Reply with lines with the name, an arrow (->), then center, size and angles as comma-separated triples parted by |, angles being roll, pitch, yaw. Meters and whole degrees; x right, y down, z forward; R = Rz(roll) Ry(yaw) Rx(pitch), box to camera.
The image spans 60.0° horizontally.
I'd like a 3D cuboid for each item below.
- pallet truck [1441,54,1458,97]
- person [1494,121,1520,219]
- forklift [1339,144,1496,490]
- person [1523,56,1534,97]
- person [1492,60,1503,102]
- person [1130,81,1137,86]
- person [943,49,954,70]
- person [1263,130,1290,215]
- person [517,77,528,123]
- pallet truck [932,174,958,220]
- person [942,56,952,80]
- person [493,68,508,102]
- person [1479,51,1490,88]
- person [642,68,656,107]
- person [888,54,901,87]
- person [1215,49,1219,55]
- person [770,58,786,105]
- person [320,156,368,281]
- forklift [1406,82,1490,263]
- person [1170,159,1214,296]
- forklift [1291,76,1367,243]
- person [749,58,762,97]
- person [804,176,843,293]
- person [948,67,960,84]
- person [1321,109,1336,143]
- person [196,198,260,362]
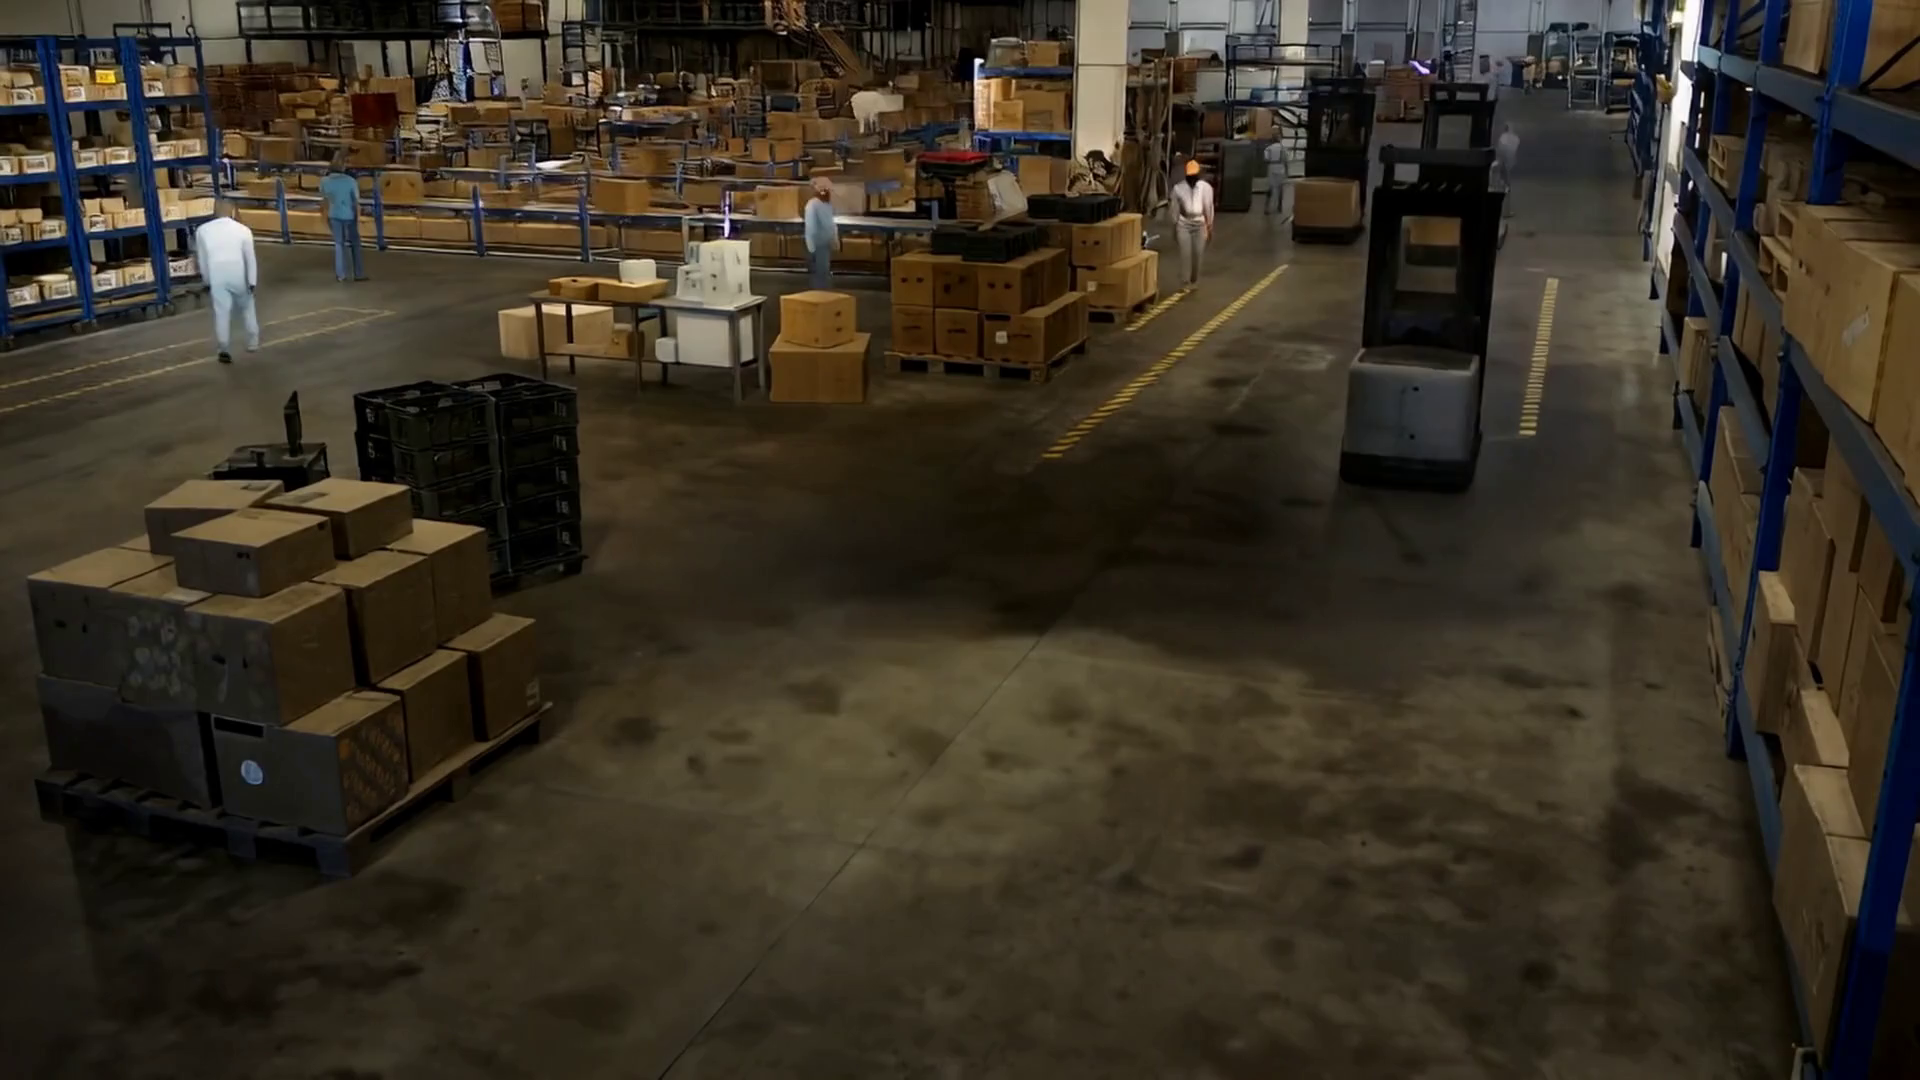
pallet truck -> 22.765, -21.886, 78.355 | 0.823, 1.965, 1.885 | -4, 18, -14
person -> 10.619, -7.279, 32.688 | 0.644, 1.857, 0.977 | -9, 20, -25
forklift -> 4.036, -2.009, 14.469 | 1.129, 2.768, 1.873 | 6, 19, 19
person -> 26.952, -21.948, 78.737 | 0.573, 1.883, 0.356 | -11, 21, -31
person -> 23.905, -20.398, 73.959 | 0.431, 1.835, 0.624 | 6, 19, 18
person -> 9.402, -25.401, 89.789 | 0.523, 1.760, 0.327 | 0, 18, -1
person -> -0.630, -26.128, 91.801 | 0.615, 1.941, 0.475 | 2, 18, 7
person -> 6.288, -7.322, 33.164 | 0.539, 1.647, 0.890 | 8, 19, 22
person -> -14.226, -14.143, 54.268 | 0.498, 1.857, 0.336 | 13, 22, 36
pallet truck -> -0.507, -5.292, 27.348 | 0.653, 1.274, 1.630 | 6, 19, 19
person -> -0.485, -20.904, 75.297 | 1.093, 1.988, 0.619 | -4, 18, -12
person -> -18.109, -17.715, 65.628 | 0.524, 1.769, 0.309 | -4, 18, -13
person -> 26.777, -23.963, 84.918 | 0.622, 1.977, 0.747 | -6, 19, -19
person -> -11.542, -16.656, 62.143 | 0.803, 1.856, 0.613 | 7, 19, 22
person -> -3.179, -22.802, 81.373 | 0.635, 1.917, 0.782 | 1, 18, 3
person -> 14.089, -26.218, 92.134 | 0.560, 1.901, 0.783 | -16, 23, -40
person -> -7.633, -19.475, 70.711 | 0.974, 2.000, 0.709 | 11, 21, 31
person -> -9.234, -4.801, 24.925 | 0.570, 1.841, 0.372 | -1, 18, -2
forklift -> 7.957, -5.975, 26.929 | 1.129, 2.768, 1.873 | 6, 19, 19
person -> 3.300, -4.480, 23.774 | 0.626, 1.926, 0.583 | 2, 18, 6
forklift -> 6.598, -6.755, 29.381 | 1.129, 2.768, 1.873 | 6, 19, 19
person -> -8.992, -20.195, 73.157 | 0.587, 1.927, 0.367 | -12, 21, -33
person -> -1.728, -3.930, 22.223 | 0.658, 1.813, 0.626 | 8, 19, 24
person -> -0.161, -16.876, 62.772 | 0.556, 1.899, 0.910 | -11, 21, -32
person -> 10.425, -11.770, 47.058 | 0.318, 1.698, 0.534 | -14, 22, -36
person -> -8.496, -3.024, 19.324 | 0.642, 1.864, 0.967 | -4, 18, -12
